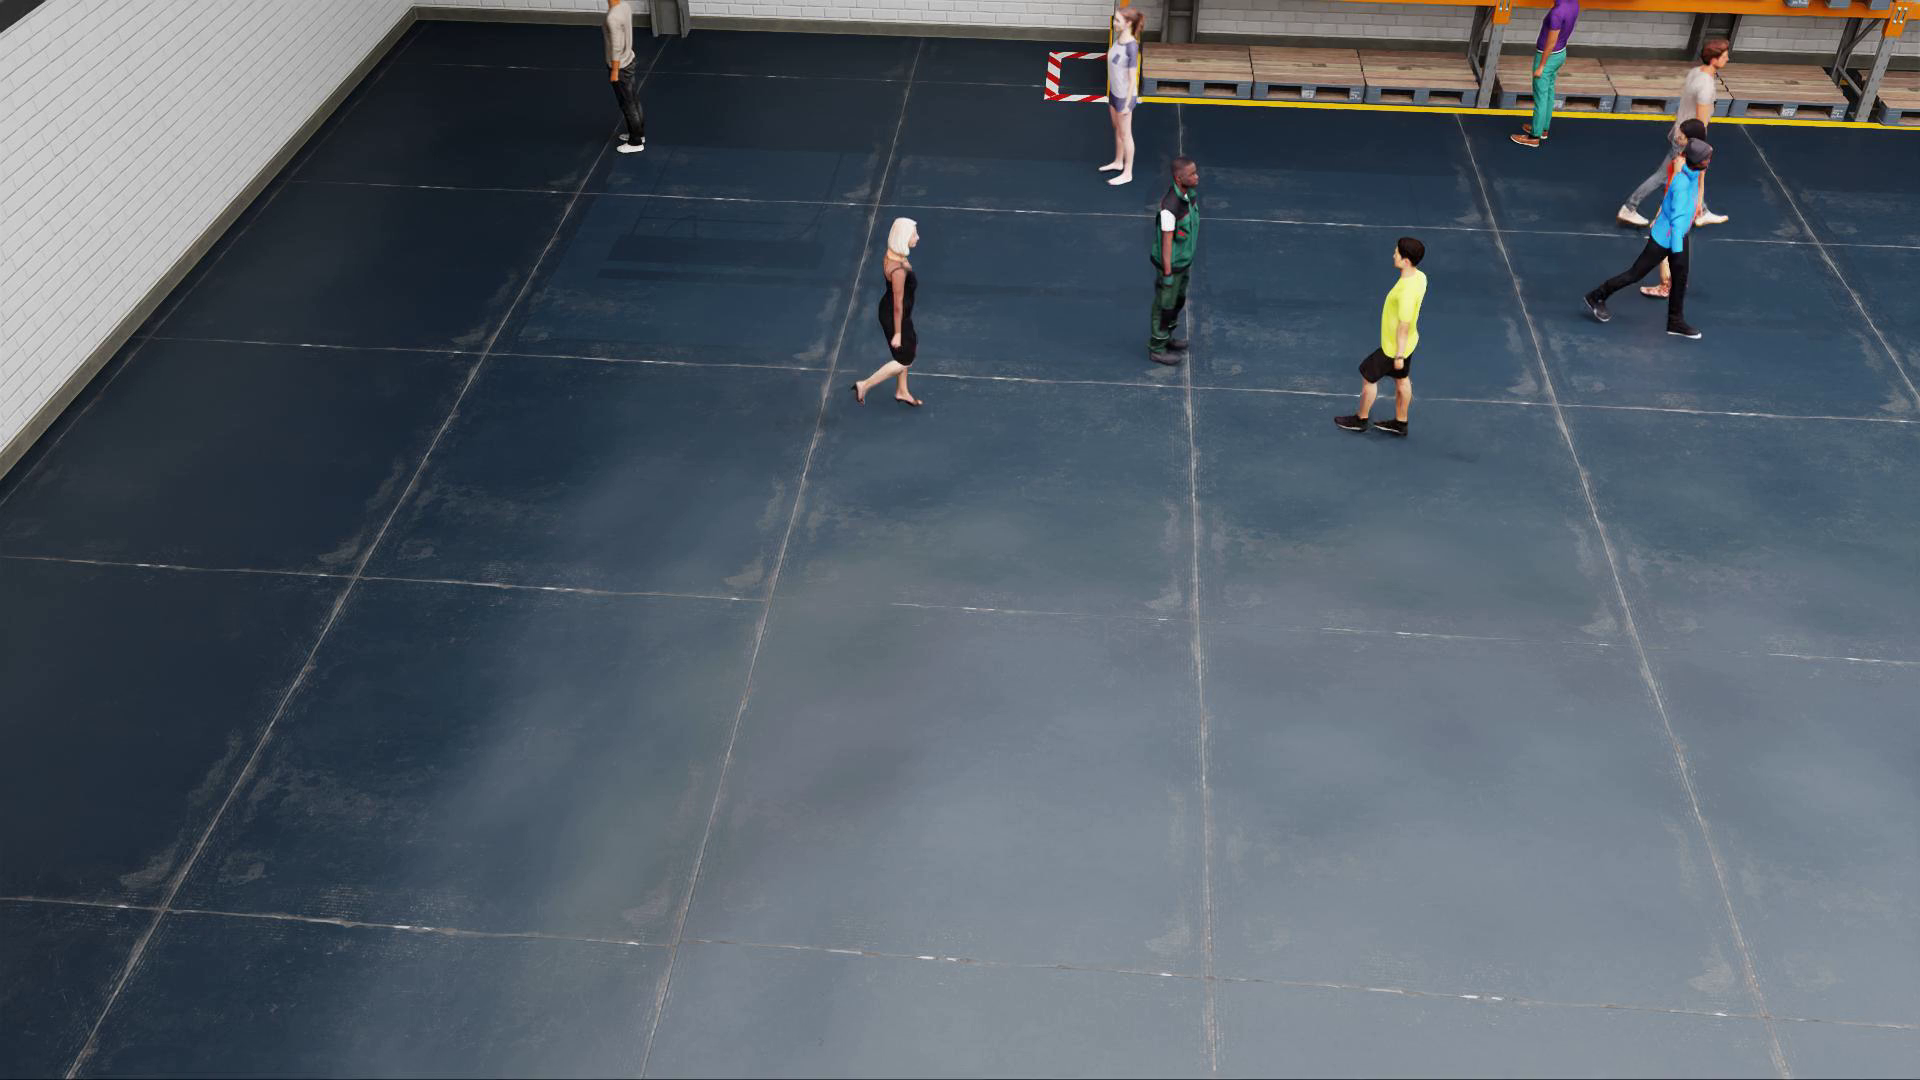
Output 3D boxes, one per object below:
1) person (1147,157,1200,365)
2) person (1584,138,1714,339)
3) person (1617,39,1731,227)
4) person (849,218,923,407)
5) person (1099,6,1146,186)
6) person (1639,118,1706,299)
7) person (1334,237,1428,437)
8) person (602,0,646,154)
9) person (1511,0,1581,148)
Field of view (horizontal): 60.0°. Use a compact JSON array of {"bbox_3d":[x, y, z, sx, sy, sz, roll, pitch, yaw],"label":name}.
[{"bbox_3d":[1.748,-2.307,13.665,0.721,1.839,0.752,15,41,18],"label":"person"},{"bbox_3d":[5.855,-2.538,14.021,1.287,1.756,1.062,26,45,29],"label":"person"},{"bbox_3d":[6.653,-3.716,15.426,1.289,1.843,0.830,9,40,11],"label":"person"},{"bbox_3d":[-0.578,-1.720,13.019,0.895,1.727,0.749,-7,39,-8],"label":"person"},{"bbox_3d":[1.600,-4.371,16.309,0.638,1.766,0.644,-8,39,-10],"label":"person"},{"bbox_3d":[6.313,-2.864,14.487,0.825,1.685,0.870,-19,42,-22],"label":"person"},{"bbox_3d":[3.453,-1.521,12.804,0.907,1.686,0.789,17,42,20],"label":"person"},{"bbox_3d":[-3.409,-4.831,16.847,0.538,1.812,0.643,2,39,3],"label":"person"},{"bbox_3d":[6.038,-4.913,16.985,0.746,1.768,0.724,25,45,28],"label":"person"}]
